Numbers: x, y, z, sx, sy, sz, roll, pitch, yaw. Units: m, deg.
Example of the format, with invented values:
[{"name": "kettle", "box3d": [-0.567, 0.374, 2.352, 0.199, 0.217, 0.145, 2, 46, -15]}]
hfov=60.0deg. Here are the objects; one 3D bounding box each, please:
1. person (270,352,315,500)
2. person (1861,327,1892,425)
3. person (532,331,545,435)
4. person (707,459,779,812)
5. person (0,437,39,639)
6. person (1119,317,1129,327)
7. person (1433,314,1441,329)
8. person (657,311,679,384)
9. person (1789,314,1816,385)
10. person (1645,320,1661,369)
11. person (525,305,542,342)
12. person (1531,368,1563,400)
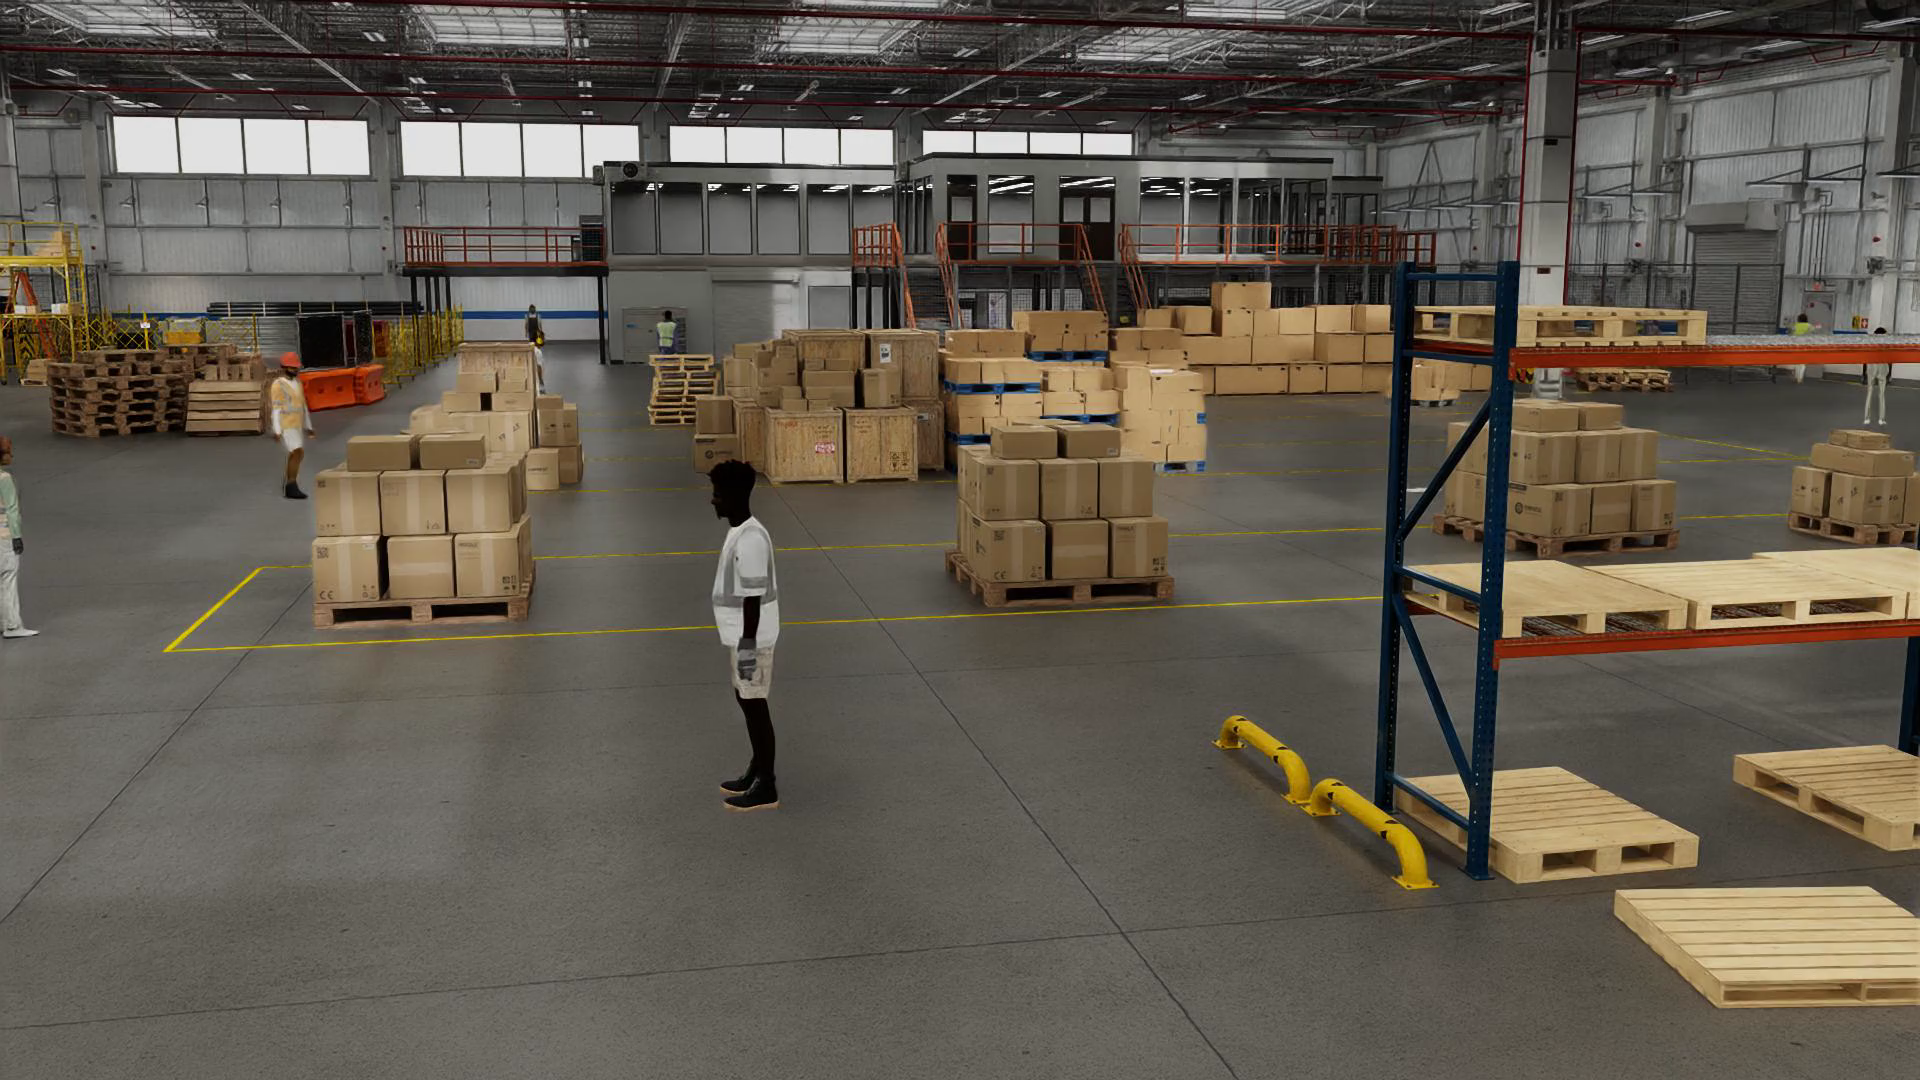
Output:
[{"name": "person", "box3d": [-8.577, -1.466, 21.503, 0.577, 1.919, 0.544, 2, 9, 10]}, {"name": "person", "box3d": [17.529, -3.129, 31.793, 0.520, 1.865, 0.332, 6, 11, 34]}, {"name": "person", "box3d": [-7.581, -2.824, 29.923, 0.313, 1.866, 0.528, -5, 10, -27]}, {"name": "person", "box3d": [-1.195, 0.523, 9.255, 0.376, 1.958, 0.609, -2, 10, -14]}, {"name": "person", "box3d": [-7.785, -0.017, 13.511, 0.518, 1.636, 0.312, 6, 11, 34]}, {"name": "person", "box3d": [4.171, -4.898, 42.970, 0.695, 1.718, 0.518, -6, 11, -32]}, {"name": "person", "box3d": [12.146, -5.027, 43.052, 0.740, 1.968, 0.631, -2, 10, -12]}, {"name": "person", "box3d": [-7.547, -5.001, 43.148, 0.608, 1.871, 0.960, 2, 9, 10]}, {"name": "person", "box3d": [21.637, -4.888, 42.703, 0.676, 1.792, 0.859, 8, 12, 39]}, {"name": "person", "box3d": [19.000, -5.338, 45.384, 0.757, 1.819, 0.631, 6, 11, 34]}, {"name": "person", "box3d": [-13.850, -6.740, 53.999, 0.517, 1.810, 0.948, -2, 10, -14]}, {"name": "person", "box3d": [9.457, -2.308, 26.767, 0.603, 1.866, 0.474, -4, 10, -23]}]
